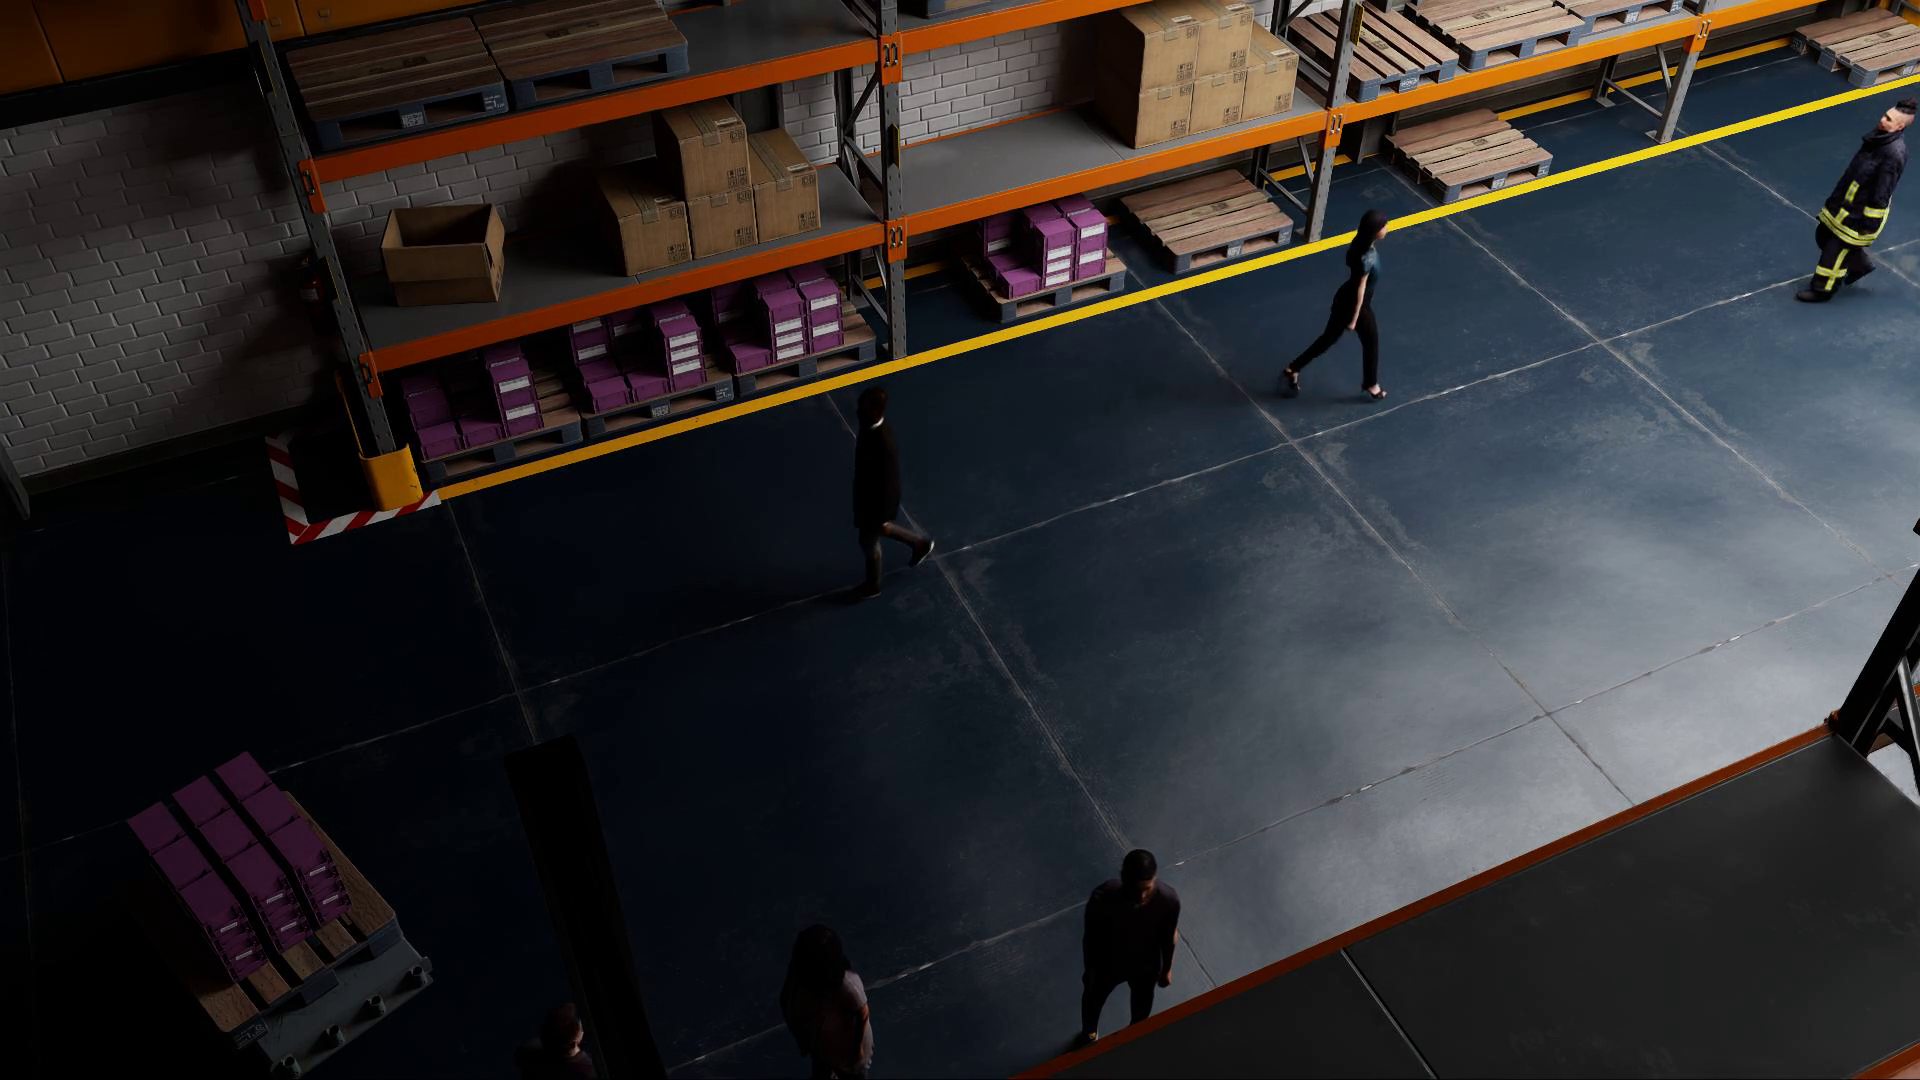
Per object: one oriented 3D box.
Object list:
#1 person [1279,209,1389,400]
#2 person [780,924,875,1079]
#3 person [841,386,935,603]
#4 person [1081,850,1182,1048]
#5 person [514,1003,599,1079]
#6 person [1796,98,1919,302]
[{"bbox_3d":[2.883,-1.754,12.554,1.160,1.696,0.889,0,44,0],"label":"person"},{"bbox_3d":[-0.645,2.393,8.264,0.732,1.610,0.768,32,52,29],"label":"person"},{"bbox_3d":[-0.490,-0.314,10.976,0.962,1.789,0.755,-12,45,-12],"label":"person"},{"bbox_3d":[0.848,2.111,8.450,0.587,1.761,0.748,-3,44,-4],"label":"person"},{"bbox_3d":[-1.791,2.801,7.688,0.921,1.813,0.972,11,45,11],"label":"person"},{"bbox_3d":[7.375,-2.733,13.474,1.052,1.846,0.980,7,44,7],"label":"person"}]
